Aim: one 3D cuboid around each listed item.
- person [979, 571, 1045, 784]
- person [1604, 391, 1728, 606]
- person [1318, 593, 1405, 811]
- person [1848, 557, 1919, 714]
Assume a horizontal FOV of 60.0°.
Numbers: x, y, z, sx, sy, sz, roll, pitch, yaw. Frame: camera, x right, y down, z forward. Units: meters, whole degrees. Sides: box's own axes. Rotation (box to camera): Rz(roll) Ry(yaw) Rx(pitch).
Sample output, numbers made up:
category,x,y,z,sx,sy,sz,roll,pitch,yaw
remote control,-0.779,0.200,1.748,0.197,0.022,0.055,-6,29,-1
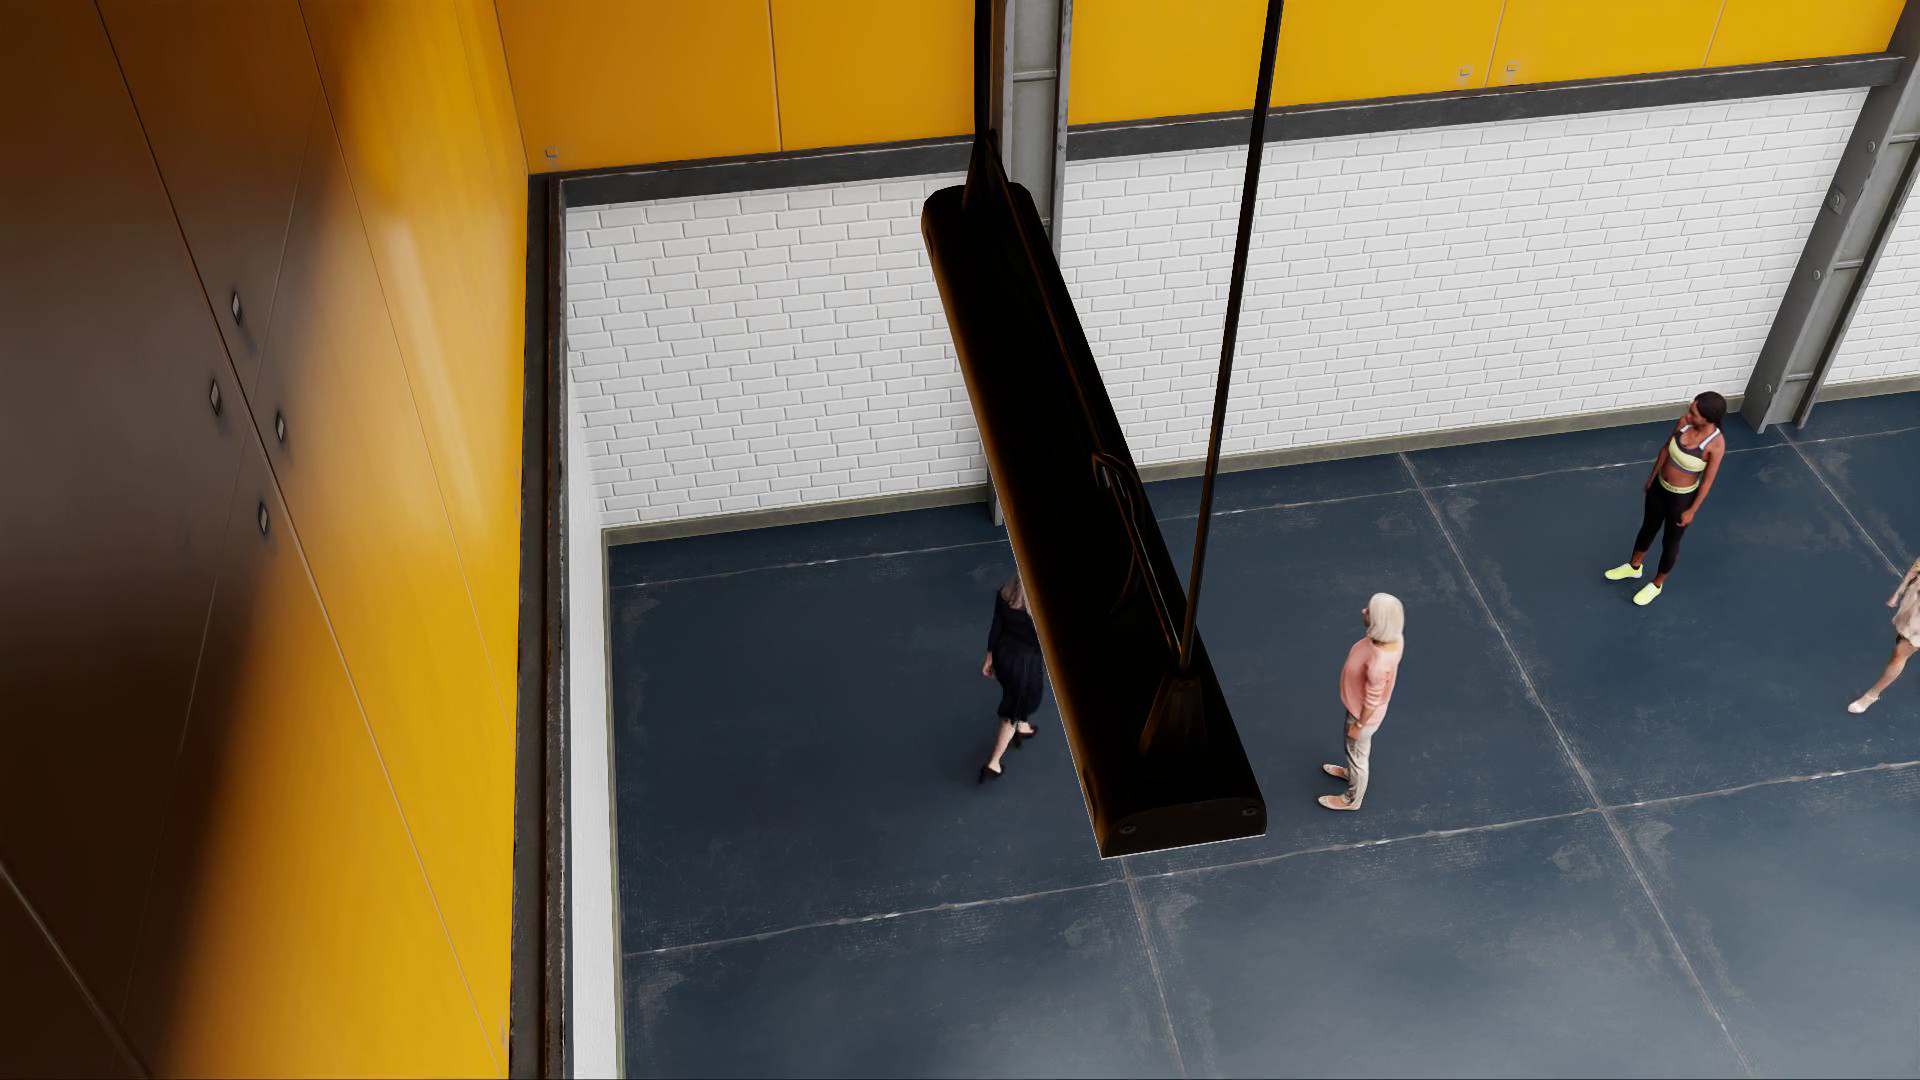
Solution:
category,x,y,z,sx,sy,sz,roll,pitch,yaw
person,0.307,0.807,9.888,0.852,1.714,0.935,24,49,23
person,4.754,-0.309,11.030,0.583,1.756,0.610,-17,46,-17
person,2.374,0.949,9.732,0.674,1.725,0.681,12,45,12
person,6.066,0.427,10.288,1.011,1.714,0.713,-16,46,-16
